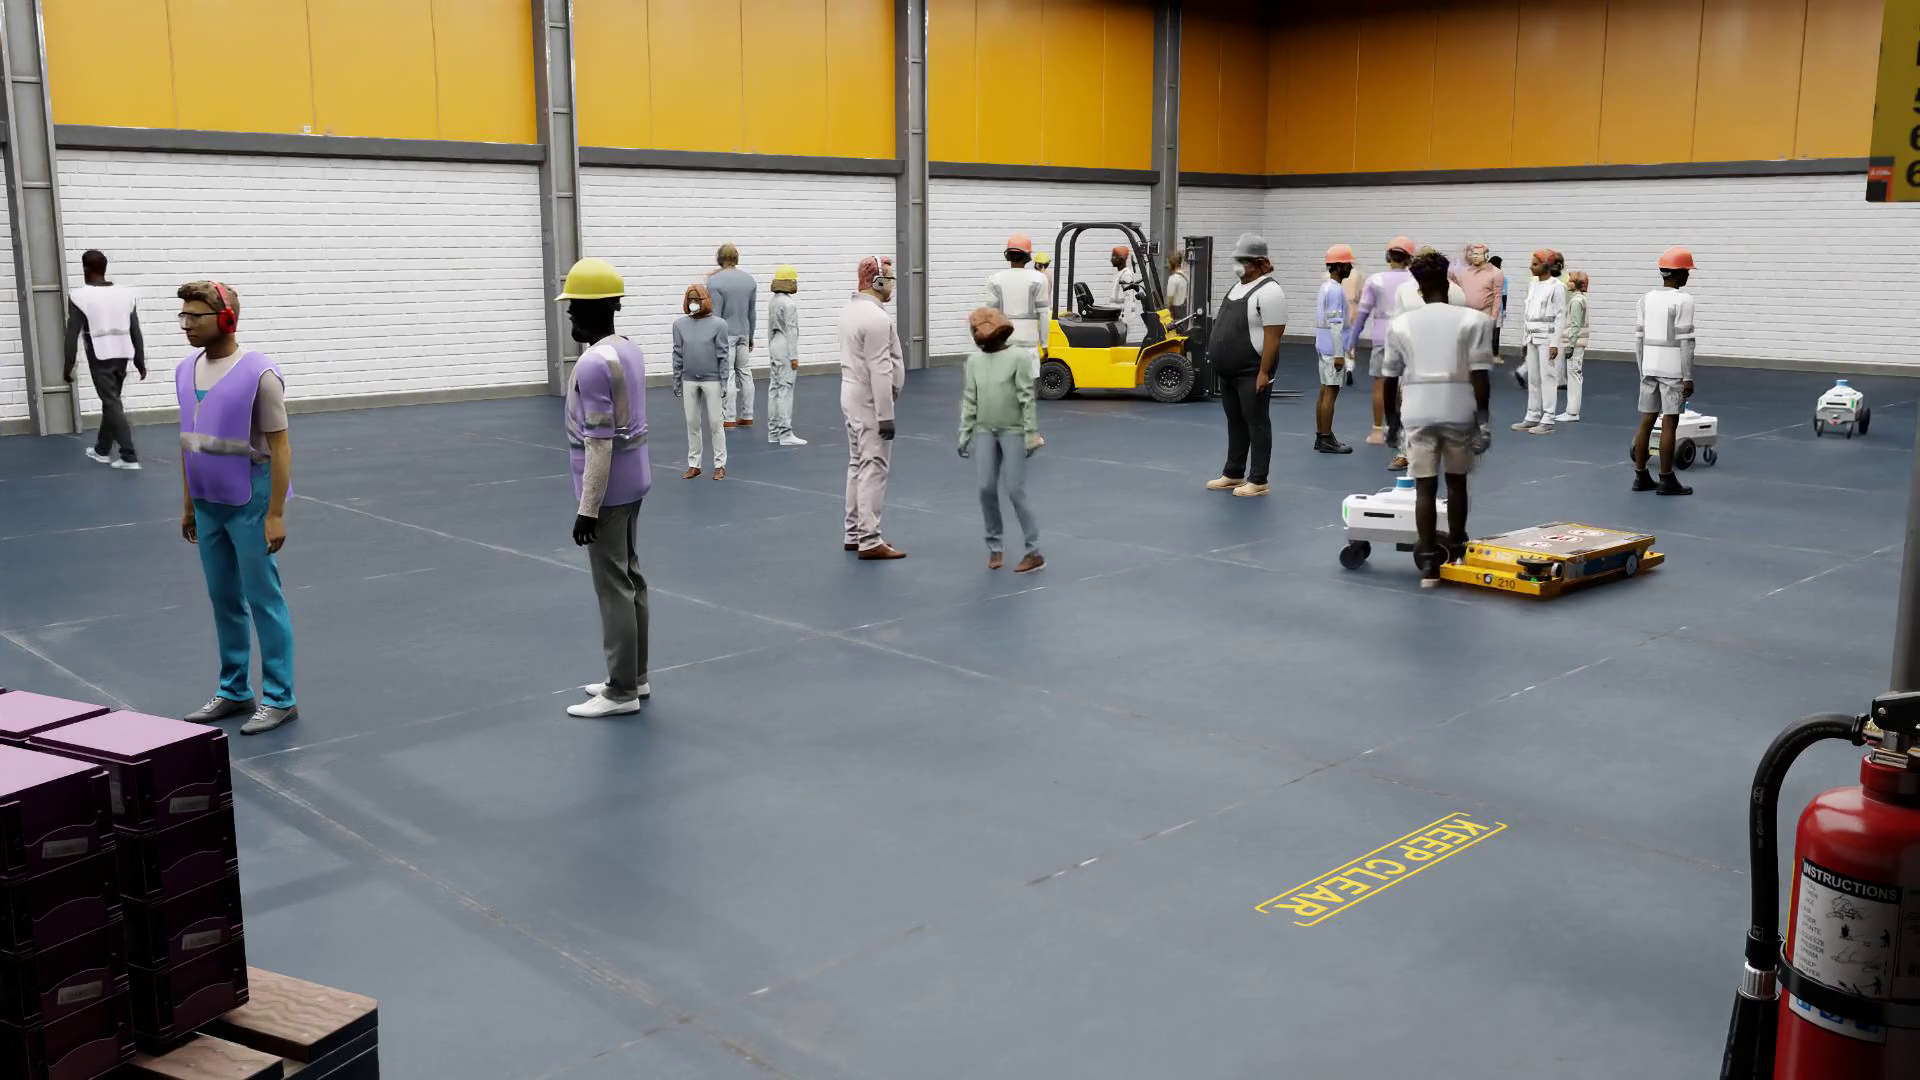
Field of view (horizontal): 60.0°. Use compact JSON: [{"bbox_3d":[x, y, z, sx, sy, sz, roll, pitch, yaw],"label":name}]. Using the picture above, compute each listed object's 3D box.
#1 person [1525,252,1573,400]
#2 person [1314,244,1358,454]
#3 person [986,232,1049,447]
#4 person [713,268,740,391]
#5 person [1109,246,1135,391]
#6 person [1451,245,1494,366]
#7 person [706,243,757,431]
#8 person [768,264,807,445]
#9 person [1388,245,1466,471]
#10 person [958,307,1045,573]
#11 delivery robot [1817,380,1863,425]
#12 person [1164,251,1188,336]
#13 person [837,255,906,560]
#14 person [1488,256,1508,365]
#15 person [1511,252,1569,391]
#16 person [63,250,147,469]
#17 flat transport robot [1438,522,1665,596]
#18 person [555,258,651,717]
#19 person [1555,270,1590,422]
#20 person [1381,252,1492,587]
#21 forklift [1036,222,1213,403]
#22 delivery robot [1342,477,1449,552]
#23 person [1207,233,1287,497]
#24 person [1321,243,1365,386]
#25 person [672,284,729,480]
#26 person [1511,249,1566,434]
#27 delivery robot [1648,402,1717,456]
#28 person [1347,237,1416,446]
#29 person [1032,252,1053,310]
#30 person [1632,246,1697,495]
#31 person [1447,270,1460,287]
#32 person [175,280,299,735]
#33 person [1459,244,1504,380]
[{"bbox_3d":[7.272,-2.608,20.388,0.640,1.818,0.733,2,11,11],"label":"person"},{"bbox_3d":[3.499,-1.779,15.514,0.349,1.942,0.545,0,10,3],"label":"person"},{"bbox_3d":[0.556,-1.896,15.874,0.605,2.045,0.383,2,11,12],"label":"person"},{"bbox_3d":[-3.115,-2.677,21.325,0.524,1.614,0.644,6,12,29],"label":"person"},{"bbox_3d":[2.111,-2.887,21.709,0.337,1.883,0.584,-1,10,-5],"label":"person"},{"bbox_3d":[7.796,-3.565,25.465,0.669,1.859,0.933,-6,12,-29],"label":"person"},{"bbox_3d":[-2.378,-2.106,17.310,0.352,1.936,0.635,9,14,40],"label":"person"},{"bbox_3d":[-1.693,-1.800,16.171,0.324,1.743,0.490,-6,12,-29],"label":"person"},{"bbox_3d":[3.966,-1.531,14.178,0.633,1.936,0.355,9,14,40],"label":"person"},{"bbox_3d":[0.249,-0.610,10.117,0.554,1.591,0.323,8,13,38],"label":"person"},{"bbox_3d":[8.935,-1.381,16.874,0.477,0.478,0.707,7,13,33],"label":"delivery robot"},{"bbox_3d":[2.790,-2.873,21.827,0.758,1.808,0.542,6,12,28],"label":"person"},{"bbox_3d":[-0.544,-0.833,10.487,0.397,1.898,0.653,-4,11,-19],"label":"person"},{"bbox_3d":[8.354,-3.606,26.145,0.322,1.696,0.536,-9,14,-42],"label":"person"},{"bbox_3d":[7.620,-2.816,21.540,0.775,1.808,0.605,4,11,21],"label":"person"},{"bbox_3d":[-7.530,-1.566,14.498,0.910,1.880,0.624,5,12,27],"label":"person"},{"bbox_3d":[3.528,0.093,9.865,1.431,0.197,0.652,-9,14,-40],"label":"flat transport robot"},{"bbox_3d":[-1.497,-0.187,7.025,0.362,1.872,0.587,0,10,2],"label":"person"},{"bbox_3d":[6.688,-2.108,18.122,0.309,1.645,0.514,4,11,21],"label":"person"},{"bbox_3d":[2.766,-0.705,9.700,0.644,1.919,0.616,4,11,21],"label":"person"},{"bbox_3d":[1.935,-2.847,20.651,2.313,2.155,1.214,2,11,13],"label":"forklift"},{"bbox_3d":[2.692,-0.140,10.104,0.707,0.478,0.477,4,11,22],"label":"delivery robot"},{"bbox_3d":[2.204,-1.364,12.982,0.538,2.000,0.684,-4,11,-21],"label":"person"},{"bbox_3d":[5.063,-2.964,22.053,0.617,1.911,0.436,-1,10,-4],"label":"person"},{"bbox_3d":[-2.148,-1.306,13.805,0.501,1.625,0.282,2,11,13],"label":"person"},{"bbox_3d":[5.953,-2.027,17.027,0.342,1.881,0.579,-2,11,-13],"label":"person"},{"bbox_3d":[6.351,-0.978,14.676,0.707,0.478,0.477,-7,13,-34],"label":"delivery robot"},{"bbox_3d":[4.131,-1.911,16.095,0.743,2.002,0.646,1,10,5],"label":"person"},{"bbox_3d":[1.237,-3.469,25.202,0.306,1.772,0.527,4,11,22],"label":"person"},{"bbox_3d":[5.535,-1.320,13.019,0.361,1.939,0.542,-4,11,-22],"label":"person"},{"bbox_3d":[5.441,-2.204,18.671,0.284,1.634,0.498,-4,11,-23],"label":"person"},{"bbox_3d":[-2.957,-0.133,6.809,0.570,1.840,0.373,6,12,28],"label":"person"},{"bbox_3d":[6.888,-2.985,22.190,0.643,1.909,0.410,10,14,43],"label":"person"}]
